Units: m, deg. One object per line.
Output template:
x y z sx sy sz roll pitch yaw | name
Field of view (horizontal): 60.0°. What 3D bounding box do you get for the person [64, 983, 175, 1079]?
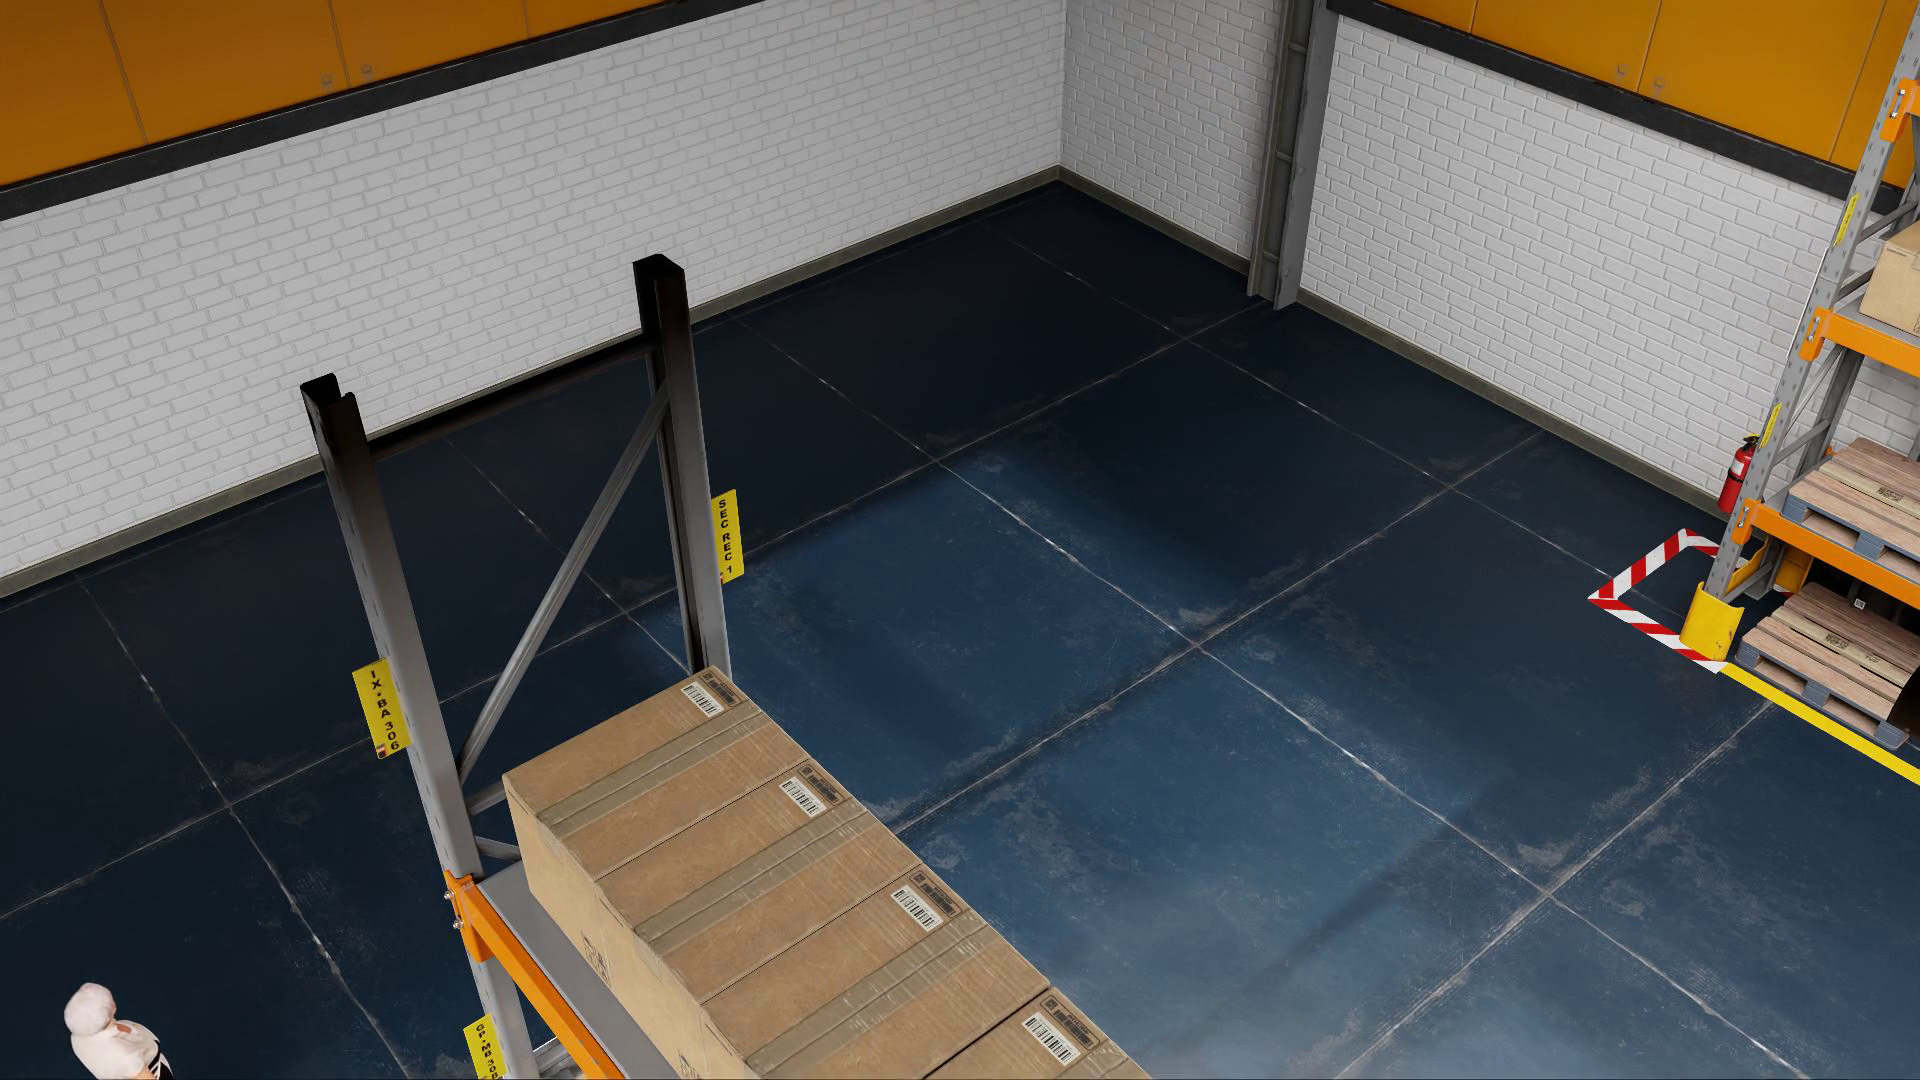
-4.040 2.771 8.207 0.583 1.756 0.747 20 43 23 | person
